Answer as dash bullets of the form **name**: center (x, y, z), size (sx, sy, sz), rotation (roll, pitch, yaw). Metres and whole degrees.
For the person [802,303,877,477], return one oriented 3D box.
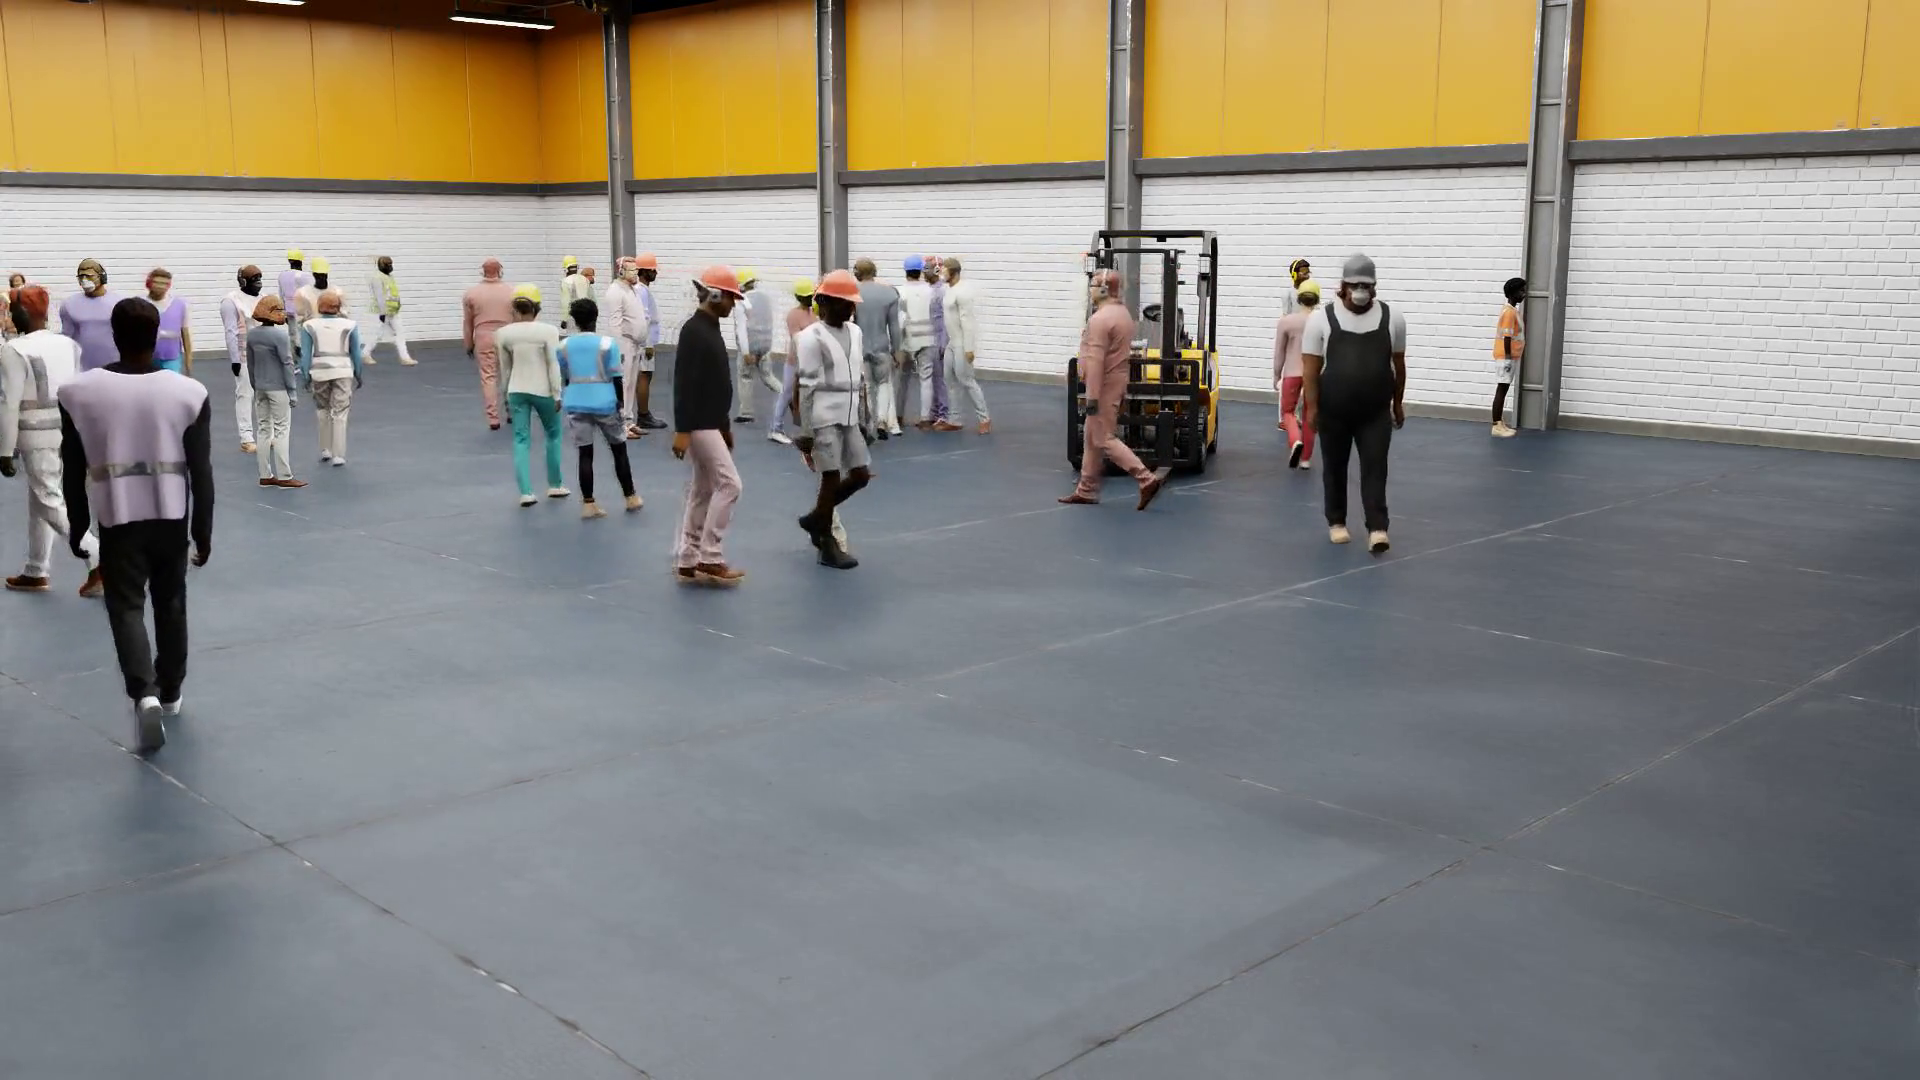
- **person**: center (-1.096, -1.369, 14.812), size (0.789, 1.604, 0.510), rotation (9, 14, 42)

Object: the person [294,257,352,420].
- **person**: center (-7.495, -2.380, 19.572), size (0.605, 1.885, 0.979), rotation (-7, 13, -34)

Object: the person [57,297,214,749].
- **person**: center (-3.481, -0.091, 7.101), size (0.588, 1.880, 0.922), rotation (-6, 12, -30)

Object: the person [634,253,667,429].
- **person**: center (-3.467, -2.205, 18.451), size (0.356, 1.938, 0.543), rotation (-3, 11, -15)

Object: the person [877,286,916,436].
- **person**: center (-0.764, -1.952, 18.019), size (0.524, 1.589, 0.907), rotation (-5, 11, -25)

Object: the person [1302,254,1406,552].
- **person**: center (2.673, -0.933, 11.233), size (0.710, 2.000, 0.966), rotation (1, 10, 6)

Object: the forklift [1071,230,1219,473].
- **forklift**: center (1.804, -1.825, 15.677), size (1.214, 2.155, 2.313), rotation (2, 11, 13)

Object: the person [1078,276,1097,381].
- **person**: center (1.700, -2.758, 21.361), size (0.613, 1.972, 0.633), rotation (6, 12, 30)

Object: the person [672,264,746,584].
- **person**: center (-1.488, -0.685, 10.112), size (0.594, 1.952, 0.674), rotation (0, 10, 2)

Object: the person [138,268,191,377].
- **person**: center (-7.724, -1.693, 16.004), size (0.615, 1.801, 0.818), rotation (-4, 11, -20)

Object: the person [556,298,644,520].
- **person**: center (-2.761, -1.003, 12.665), size (0.545, 1.659, 0.704), rotation (2, 11, 9)

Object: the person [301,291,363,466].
- **person**: center (-5.857, -1.512, 15.567), size (0.520, 1.611, 0.721), rotation (-2, 11, -13)

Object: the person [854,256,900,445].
- **person**: center (-0.928, -1.919, 16.943), size (0.633, 1.918, 0.427), rotation (-1, 10, -5)

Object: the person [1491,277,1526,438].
- **person**: center (5.815, -1.932, 17.637), size (0.318, 1.691, 0.534), rotation (4, 11, 18)

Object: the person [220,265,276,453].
- **person**: center (-6.965, -1.791, 16.458), size (0.429, 1.844, 0.622), rotation (4, 11, 22)

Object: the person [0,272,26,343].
- **person**: center (-13.394, -3.006, 23.691), size (0.510, 1.615, 0.728), rotation (-6, 12, -31)

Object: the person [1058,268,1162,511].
- **person**: center (1.184, -1.170, 12.977), size (0.826, 1.885, 0.654), rotation (4, 11, 20)

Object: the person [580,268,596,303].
- **person**: center (-5.740, -3.393, 25.760), size (0.285, 1.633, 0.497), rotation (-3, 11, -16)

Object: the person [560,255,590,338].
- **person**: center (-5.848, -3.385, 25.194), size (0.404, 1.825, 0.587), rotation (5, 12, 25)

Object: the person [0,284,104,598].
- **person**: center (-5.362, -0.581, 9.843), size (0.861, 1.860, 0.609), rotation (2, 11, 9)

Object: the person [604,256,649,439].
- **person**: center (-3.502, -2.027, 17.564), size (0.399, 1.909, 0.642), rotation (1, 10, 7)

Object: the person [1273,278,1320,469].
- **person**: center (3.105, -1.478, 14.999), size (0.530, 1.746, 0.582), rotation (0, 10, 2)

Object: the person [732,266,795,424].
- **person**: center (-2.229, -2.164, 18.626), size (0.814, 1.797, 0.607), rotation (8, 13, 37)

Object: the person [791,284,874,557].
- **person**: center (-0.855, -0.817, 11.204), size (0.528, 1.822, 0.891), rotation (-6, 12, -29)

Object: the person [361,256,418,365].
- **person**: center (-9.477, -3.766, 27.341), size (0.928, 1.806, 0.637), rotation (1, 10, 7)

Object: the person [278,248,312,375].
- **person**: center (-10.138, -3.488, 25.471), size (0.584, 1.928, 0.367), rotation (4, 11, 22)

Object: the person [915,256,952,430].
- **person**: center (-0.281, -2.171, 18.346), size (0.408, 1.906, 0.654), rotation (-4, 11, -20)

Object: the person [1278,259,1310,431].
- **person**: center (3.690, -2.120, 18.184), size (0.323, 1.866, 0.528), rotation (9, 14, 39)

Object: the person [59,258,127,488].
- **person**: center (-7.265, -1.406, 14.088), size (0.635, 1.938, 0.354), rotation (-1, 10, -7)

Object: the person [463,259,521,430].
- **person**: center (-5.171, -2.185, 18.533), size (0.678, 1.856, 0.965), rotation (-2, 11, -11)

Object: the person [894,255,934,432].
- **person**: center (-0.515, -2.170, 18.344), size (0.613, 1.905, 0.948), rotation (-3, 11, -15)

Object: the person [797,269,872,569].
- **person**: center (-0.828, -0.774, 10.698), size (0.513, 1.918, 0.563), rotation (8, 13, 37)

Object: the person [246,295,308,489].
- **person**: center (-5.799, -1.249, 14.064), size (0.507, 1.631, 0.266), rotation (6, 12, 29)

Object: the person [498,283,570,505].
- **person**: center (-3.381, -1.169, 13.283), size (0.538, 1.741, 0.712), rotation (2, 11, 8)

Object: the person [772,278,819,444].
- **person**: center (-1.564, -1.795, 16.861), size (0.976, 1.698, 0.524), rotation (7, 12, 33)

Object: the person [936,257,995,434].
- **person**: center (0.063, -2.094, 17.974), size (0.581, 1.910, 0.667), rotation (-3, 11, -16)
